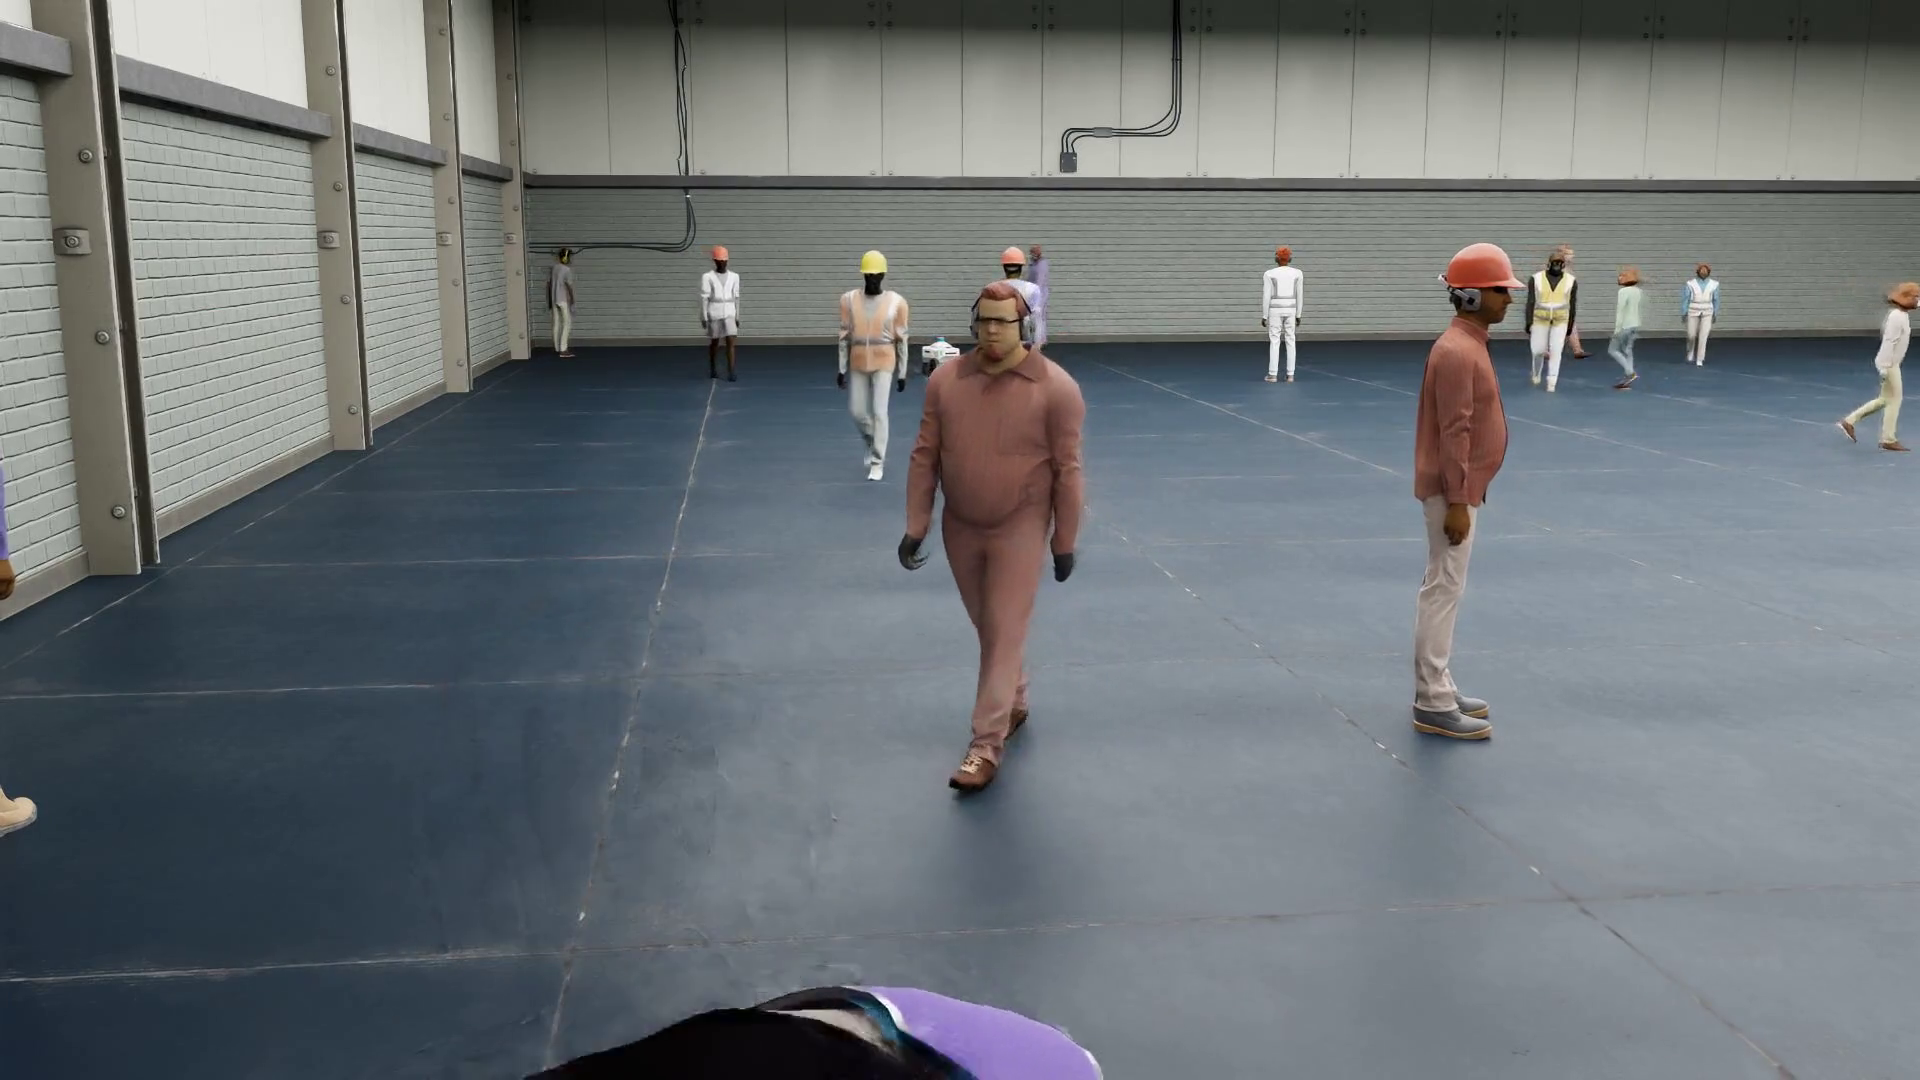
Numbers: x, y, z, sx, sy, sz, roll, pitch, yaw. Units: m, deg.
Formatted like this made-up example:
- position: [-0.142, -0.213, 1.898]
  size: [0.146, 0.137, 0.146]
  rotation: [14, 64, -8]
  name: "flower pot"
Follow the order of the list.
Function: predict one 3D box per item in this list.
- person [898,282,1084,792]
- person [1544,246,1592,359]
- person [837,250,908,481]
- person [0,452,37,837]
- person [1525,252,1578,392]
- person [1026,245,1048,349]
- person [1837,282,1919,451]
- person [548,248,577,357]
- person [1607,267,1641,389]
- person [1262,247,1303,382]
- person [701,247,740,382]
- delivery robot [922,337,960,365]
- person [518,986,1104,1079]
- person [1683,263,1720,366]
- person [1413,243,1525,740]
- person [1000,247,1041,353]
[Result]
- position: [0.125, -0.050, 6.356]
  size: [0.637, 1.858, 0.998]
  rotation: [5, 12, 27]
  name: "person"
- position: [10.030, -3.904, 27.449]
  size: [0.645, 1.866, 0.929]
  rotation: [-9, 14, -42]
  name: "person"
- position: [-0.724, -1.472, 13.996]
  size: [0.608, 1.911, 0.587]
  rotation: [2, 11, 12]
  name: "person"
- position: [-3.449, 0.012, 5.489]
  size: [0.607, 2.048, 0.365]
  rotation: [-1, 10, -7]
  name: "person"
- position: [7.751, -2.859, 21.826]
  size: [0.638, 1.829, 0.537]
  rotation: [3, 11, 18]
  name: "person"
- position: [1.383, -4.398, 30.171]
  size: [0.397, 1.873, 0.763]
  rotation: [0, 10, -1]
  name: "person"
- position: [8.792, -1.659, 15.868]
  size: [0.578, 1.608, 0.522]
  rotation: [6, 12, 30]
  name: "person"
- position: [-6.737, -4.002, 28.111]
  size: [0.649, 1.836, 0.380]
  rotation: [6, 12, 31]
  name: "person"
- position: [8.825, -2.803, 22.073]
  size: [0.524, 1.622, 0.357]
  rotation: [-9, 13, -39]
  name: "person"
- position: [4.511, -3.157, 23.314]
  size: [0.574, 1.882, 0.356]
  rotation: [-1, 10, -7]
  name: "person"
- position: [-3.403, -3.210, 23.598]
  size: [0.562, 1.895, 0.991]
  rotation: [-4, 11, -19]
  name: "person"
- position: [-0.277, -2.713, 24.263]
  size: [0.477, 0.478, 0.707]
  rotation: [-5, 11, -24]
  name: "delivery robot"
- position: [-0.153, 0.929, 1.060]
  size: [0.588, 1.826, 0.449]
  rotation: [-5, 12, -27]
  name: "person"
- position: [11.672, -3.558, 26.228]
  size: [0.518, 1.623, 0.491]
  rotation: [4, 11, 20]
  name: "person"
- position: [2.059, -0.204, 6.816]
  size: [0.392, 1.995, 0.612]
  rotation: [4, 11, 19]
  name: "person"
- position: [0.521, -1.921, 16.425]
  size: [0.570, 1.923, 0.401]
  rotation: [1, 10, 6]
  name: "person"
